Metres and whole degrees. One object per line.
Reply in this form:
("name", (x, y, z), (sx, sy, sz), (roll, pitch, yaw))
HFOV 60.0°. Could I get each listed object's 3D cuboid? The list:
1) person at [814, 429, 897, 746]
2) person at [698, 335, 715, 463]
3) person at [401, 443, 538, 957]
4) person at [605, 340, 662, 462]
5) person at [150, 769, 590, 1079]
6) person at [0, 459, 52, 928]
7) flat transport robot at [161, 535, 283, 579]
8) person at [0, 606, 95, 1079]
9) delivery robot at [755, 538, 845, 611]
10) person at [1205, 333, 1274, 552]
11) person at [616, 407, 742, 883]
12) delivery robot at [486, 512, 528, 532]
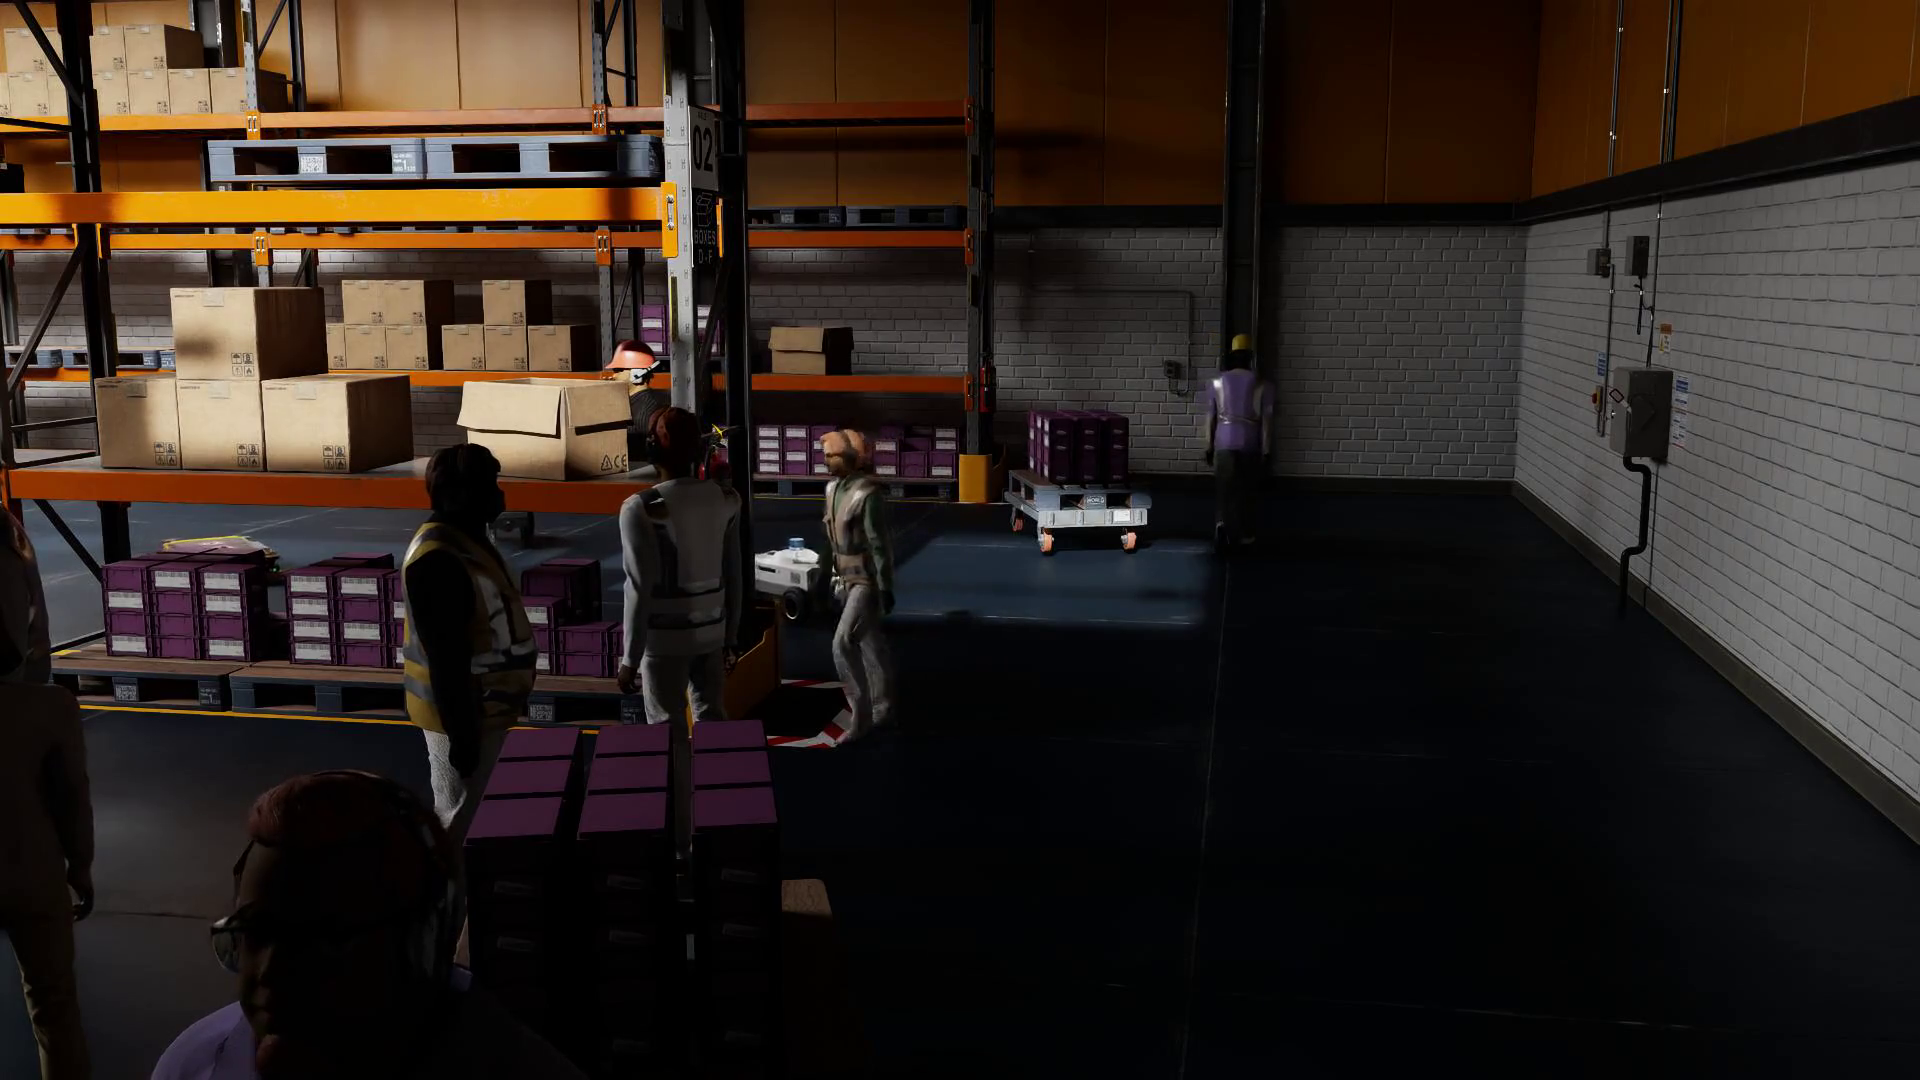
("person", (-0.542, 0.239, 8.521), (0.569, 1.612, 0.524), (-4, 10, -25))
("person", (-2.594, -1.091, 16.112), (0.427, 1.826, 0.536), (0, 9, 2))
("person", (-1.644, 0.591, 5.634), (0.429, 1.845, 0.621), (-1, 9, -9))
("person", (-1.980, -0.238, 10.303), (0.378, 1.995, 0.612), (-3, 10, -16))
("person", (-0.638, 1.175, 1.795), (0.642, 1.913, 0.408), (3, 10, 18))
("person", (-3.582, 0.518, 6.149), (0.404, 1.822, 0.592), (-6, 11, -33))
("flat transport robot", (-5.903, 0.146, 13.250), (0.652, 0.197, 1.431), (-6, 11, -34))
("person", (-2.488, 0.914, 4.275), (0.497, 1.633, 0.288), (-8, 12, -40))
("delivery robot", (-1.133, 0.229, 11.554), (0.707, 0.478, 0.477), (8, 13, 44))
("person", (2.408, -0.844, 14.418), (0.585, 1.892, 0.857), (3, 10, 18))
("person", (-1.108, 0.413, 6.609), (0.340, 1.882, 0.586), (8, 12, 40))
("delivery robot", (-4.049, -0.294, 14.813), (0.477, 0.478, 0.707), (-3, 10, -18))
